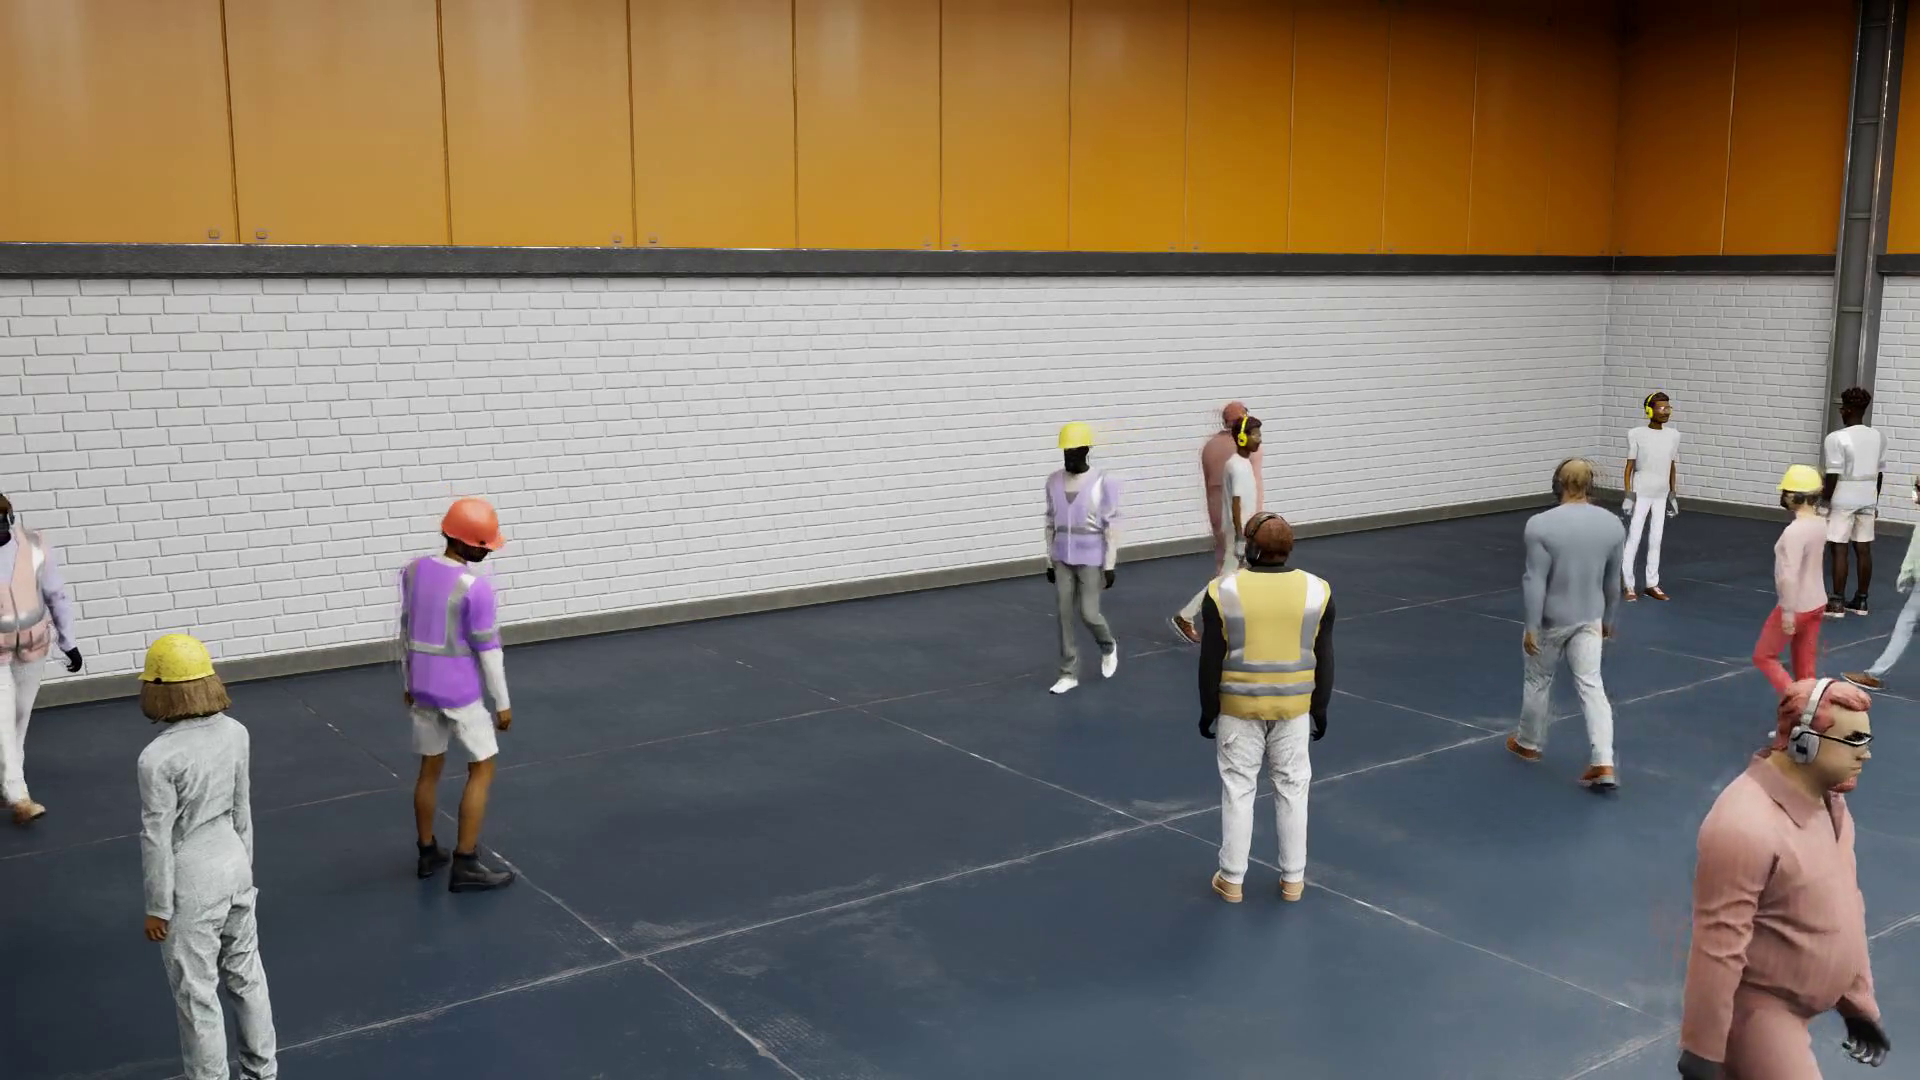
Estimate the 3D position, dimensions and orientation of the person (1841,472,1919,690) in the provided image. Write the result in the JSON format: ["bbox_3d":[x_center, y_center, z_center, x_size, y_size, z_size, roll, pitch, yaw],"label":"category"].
[{"bbox_3d":[6.687,0.291,11.574,0.869,1.580,0.524,3,10,20],"label":"person"}]

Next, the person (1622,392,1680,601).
[{"bbox_3d":[6.177,-0.385,14.870,0.509,1.877,0.328,-1,9,-7],"label":"person"}]

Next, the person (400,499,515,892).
[{"bbox_3d":[-2.422,0.735,7.952,0.656,1.886,0.370,5,11,29],"label":"person"}]

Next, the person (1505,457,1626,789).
[{"bbox_3d":[3.542,0.461,9.621,0.649,1.894,1.025,-1,9,-9],"label":"person"}]

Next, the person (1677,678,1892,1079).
[{"bbox_3d":[2.264,1.293,4.487,0.664,1.880,0.644,7,12,39],"label":"person"}]

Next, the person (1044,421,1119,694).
[{"bbox_3d":[0.853,0.112,11.674,0.600,1.915,0.568,6,11,34],"label":"person"}]

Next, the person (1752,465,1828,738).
[{"bbox_3d":[5.180,0.410,10.319,0.522,1.757,0.376,-8,12,-39],"label":"person"}]

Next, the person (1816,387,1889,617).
[{"bbox_3d":[7.587,-0.320,14.188,0.608,1.965,0.370,-3,10,-15],"label":"person"}]

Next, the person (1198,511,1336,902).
[{"bbox_3d":[1.419,0.781,7.773,0.633,1.845,0.429,0,9,-1],"label":"person"}]

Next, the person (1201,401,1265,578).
[{"bbox_3d":[2.272,-0.189,13.624,0.421,1.884,0.676,-6,11,-34],"label":"person"}]

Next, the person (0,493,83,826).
[{"bbox_3d":[-5.169,0.609,9.026,0.955,1.793,0.629,7,12,39],"label":"person"}]

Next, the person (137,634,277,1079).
[{"bbox_3d":[-2.608,1.173,5.696,0.333,1.733,0.480,2,9,13],"label":"person"}]

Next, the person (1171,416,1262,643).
[{"bbox_3d":[2.137,-0.062,13.019,0.918,1.836,0.528,3,10,19],"label":"person"}]
